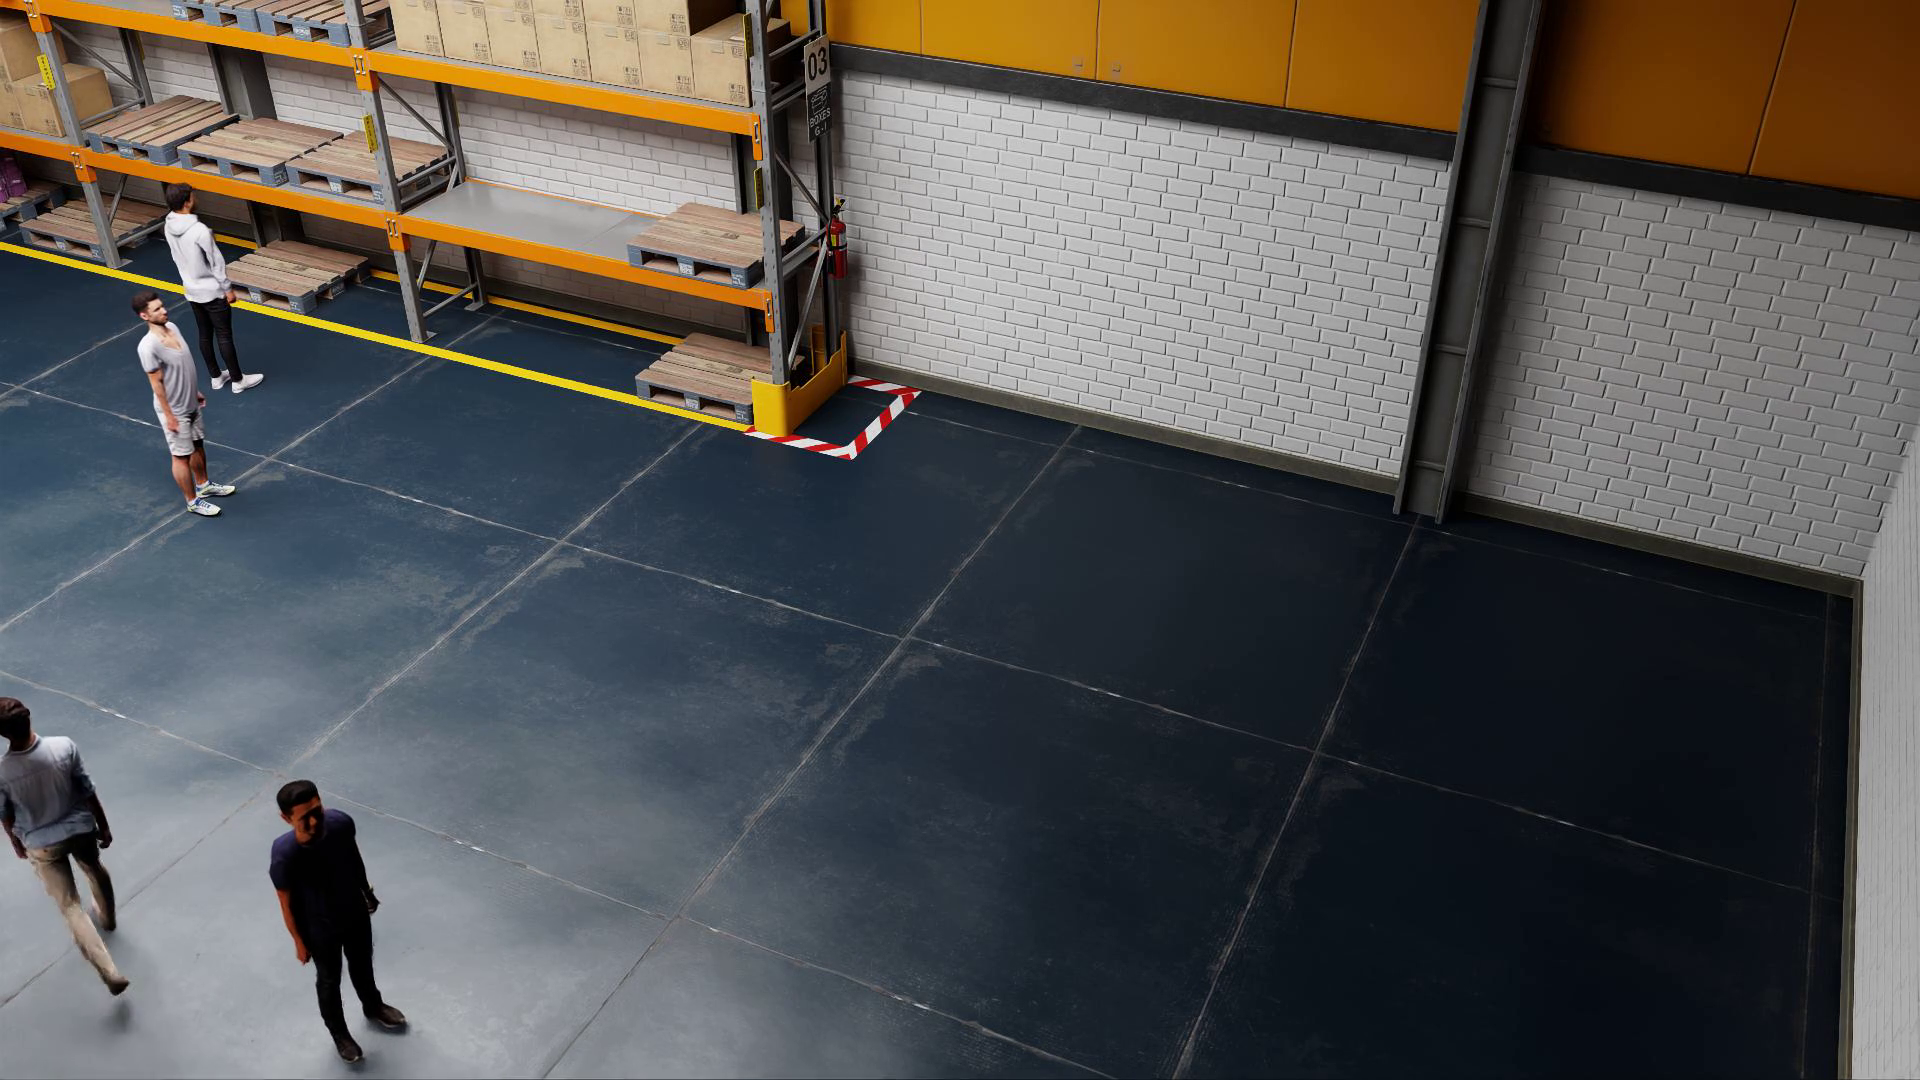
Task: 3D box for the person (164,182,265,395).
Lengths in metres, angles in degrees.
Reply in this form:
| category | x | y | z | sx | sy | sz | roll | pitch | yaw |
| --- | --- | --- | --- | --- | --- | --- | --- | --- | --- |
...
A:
| category | x | y | z | sx | sy | sz | roll | pitch | yaw |
| --- | --- | --- | --- | --- | --- | --- | --- | --- | --- |
| person | -6.626 | -2.207 | 14.581 | 0.538 | 1.930 | 0.739 | 13 | 36 | 18 |

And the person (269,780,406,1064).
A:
| category | x | y | z | sx | sy | sz | roll | pitch | yaw |
| --- | --- | --- | --- | --- | --- | --- | --- | --- | --- |
| person | -3.216 | 1.907 | 8.516 | 0.566 | 1.792 | 0.681 | 21 | 39 | 28 |

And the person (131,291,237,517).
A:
| category | x | y | z | sx | sy | sz | roll | pitch | yaw |
| --- | --- | --- | --- | --- | --- | --- | --- | --- | --- |
| person | -6.103 | -1.081 | 12.954 | 0.724 | 1.855 | 0.759 | 1 | 34 | 2 |

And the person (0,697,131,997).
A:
| category | x | y | z | sx | sy | sz | roll | pitch | yaw |
| --- | --- | --- | --- | --- | --- | --- | --- | --- | --- |
| person | -4.790 | 1.649 | 8.889 | 0.998 | 1.808 | 1.300 | -24 | 40 | -31 |
